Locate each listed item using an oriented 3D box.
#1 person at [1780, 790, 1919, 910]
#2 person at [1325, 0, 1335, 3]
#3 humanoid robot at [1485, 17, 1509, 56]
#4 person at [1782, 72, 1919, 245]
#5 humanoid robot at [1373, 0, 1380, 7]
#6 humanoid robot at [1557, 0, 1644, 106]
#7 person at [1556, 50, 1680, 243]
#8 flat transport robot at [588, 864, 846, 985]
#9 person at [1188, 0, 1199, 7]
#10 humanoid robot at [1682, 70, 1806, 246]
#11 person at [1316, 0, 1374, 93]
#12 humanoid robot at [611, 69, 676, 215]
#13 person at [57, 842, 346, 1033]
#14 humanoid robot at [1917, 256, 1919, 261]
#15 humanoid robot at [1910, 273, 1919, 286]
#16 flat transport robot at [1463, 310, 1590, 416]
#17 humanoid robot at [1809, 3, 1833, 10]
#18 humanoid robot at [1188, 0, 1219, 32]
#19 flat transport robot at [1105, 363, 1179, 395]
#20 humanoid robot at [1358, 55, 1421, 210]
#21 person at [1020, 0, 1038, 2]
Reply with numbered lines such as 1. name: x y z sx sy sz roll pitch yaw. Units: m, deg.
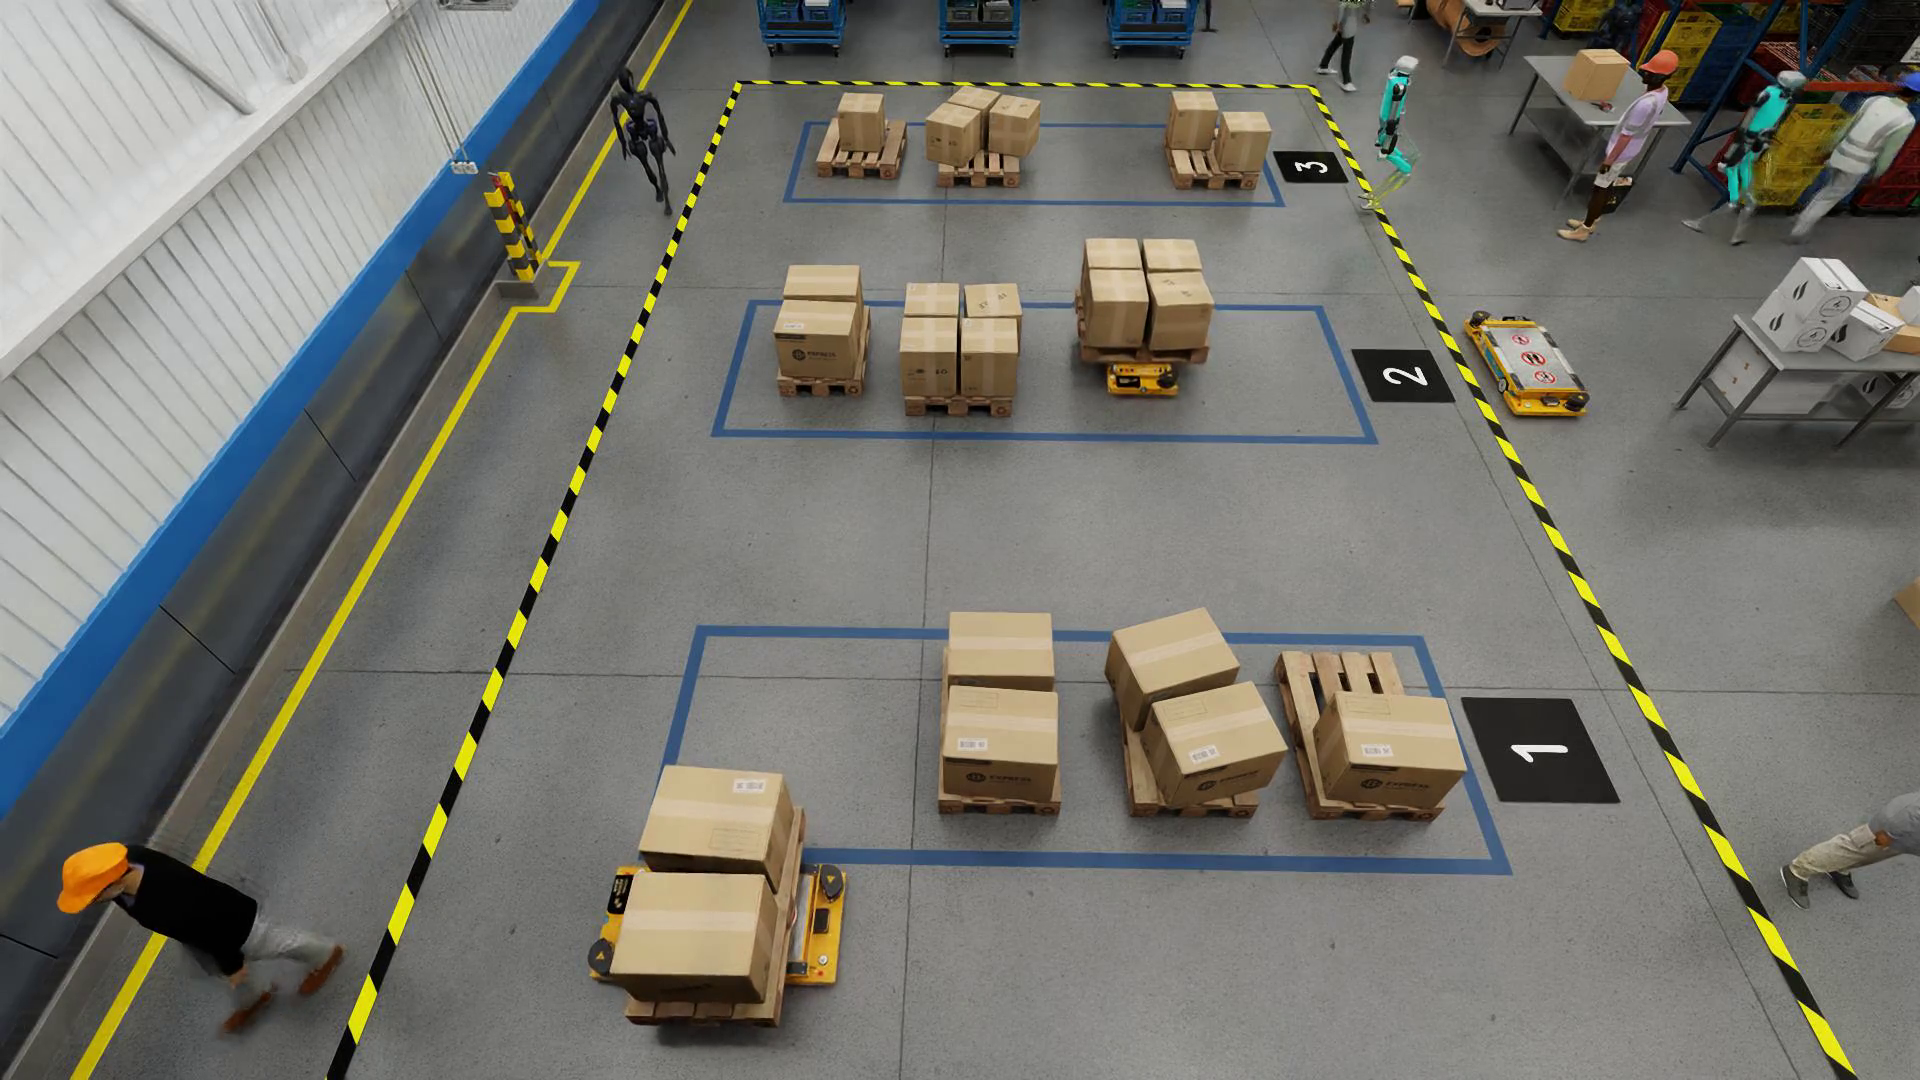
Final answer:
1. person: 5.428 1.599 5.158 0.571 1.764 0.401 -7 49 -6
2. person: 6.455 -9.862 15.039 0.619 1.835 0.431 -14 51 -12
3. humanoid robot: 8.263 -8.225 13.751 0.586 1.621 0.787 23 53 18
4. person: 9.821 -4.124 10.002 0.546 1.927 0.639 -5 49 -4
5. humanoid robot: 6.781 -9.452 14.760 0.847 1.780 0.531 -17 51 -14
6. humanoid robot: 8.664 -6.576 12.326 0.592 1.620 0.796 -1 49 -1
7. person: 7.242 -4.298 10.088 0.400 2.035 0.604 36 58 27
8. flat transport robot: -1.439 2.297 5.526 1.431 0.197 0.652 1 49 1
9. person: 3.824 -9.643 14.758 0.602 1.966 0.368 -26 54 -20
10. humanoid robot: 8.866 -4.119 10.167 0.551 1.849 0.887 -13 50 -11
11. person: 5.575 -7.332 12.873 0.657 1.790 0.862 -36 58 -27
12. humanoid robot: -3.649 -4.623 10.627 0.609 1.625 0.720 -9 50 -8
13. person: -3.895 2.033 4.712 0.597 1.876 0.484 22 53 18
14. humanoid robot: 10.956 -3.526 9.662 0.411 1.641 0.611 -5 49 -4
15. humanoid robot: 10.568 -3.348 9.395 0.533 1.690 0.741 4 49 4
16. flat transport robot: 5.573 -1.757 9.054 0.659 0.231 1.431 1 49 1
17. humanoid robot: 12.727 -8.136 13.634 0.315 1.657 0.599 -25 54 -20
18. humanoid robot: 3.789 -8.803 14.267 0.754 1.644 0.609 1 49 1
19. flat transport robot: 1.777 -2.004 9.250 0.652 0.197 1.431 1 49 1
20. humanoid robot: 5.037 -4.592 10.448 0.735 1.677 0.533 9 50 8
21. person: 1.171 -9.798 14.930 0.630 1.905 0.629 -17 51 -14
